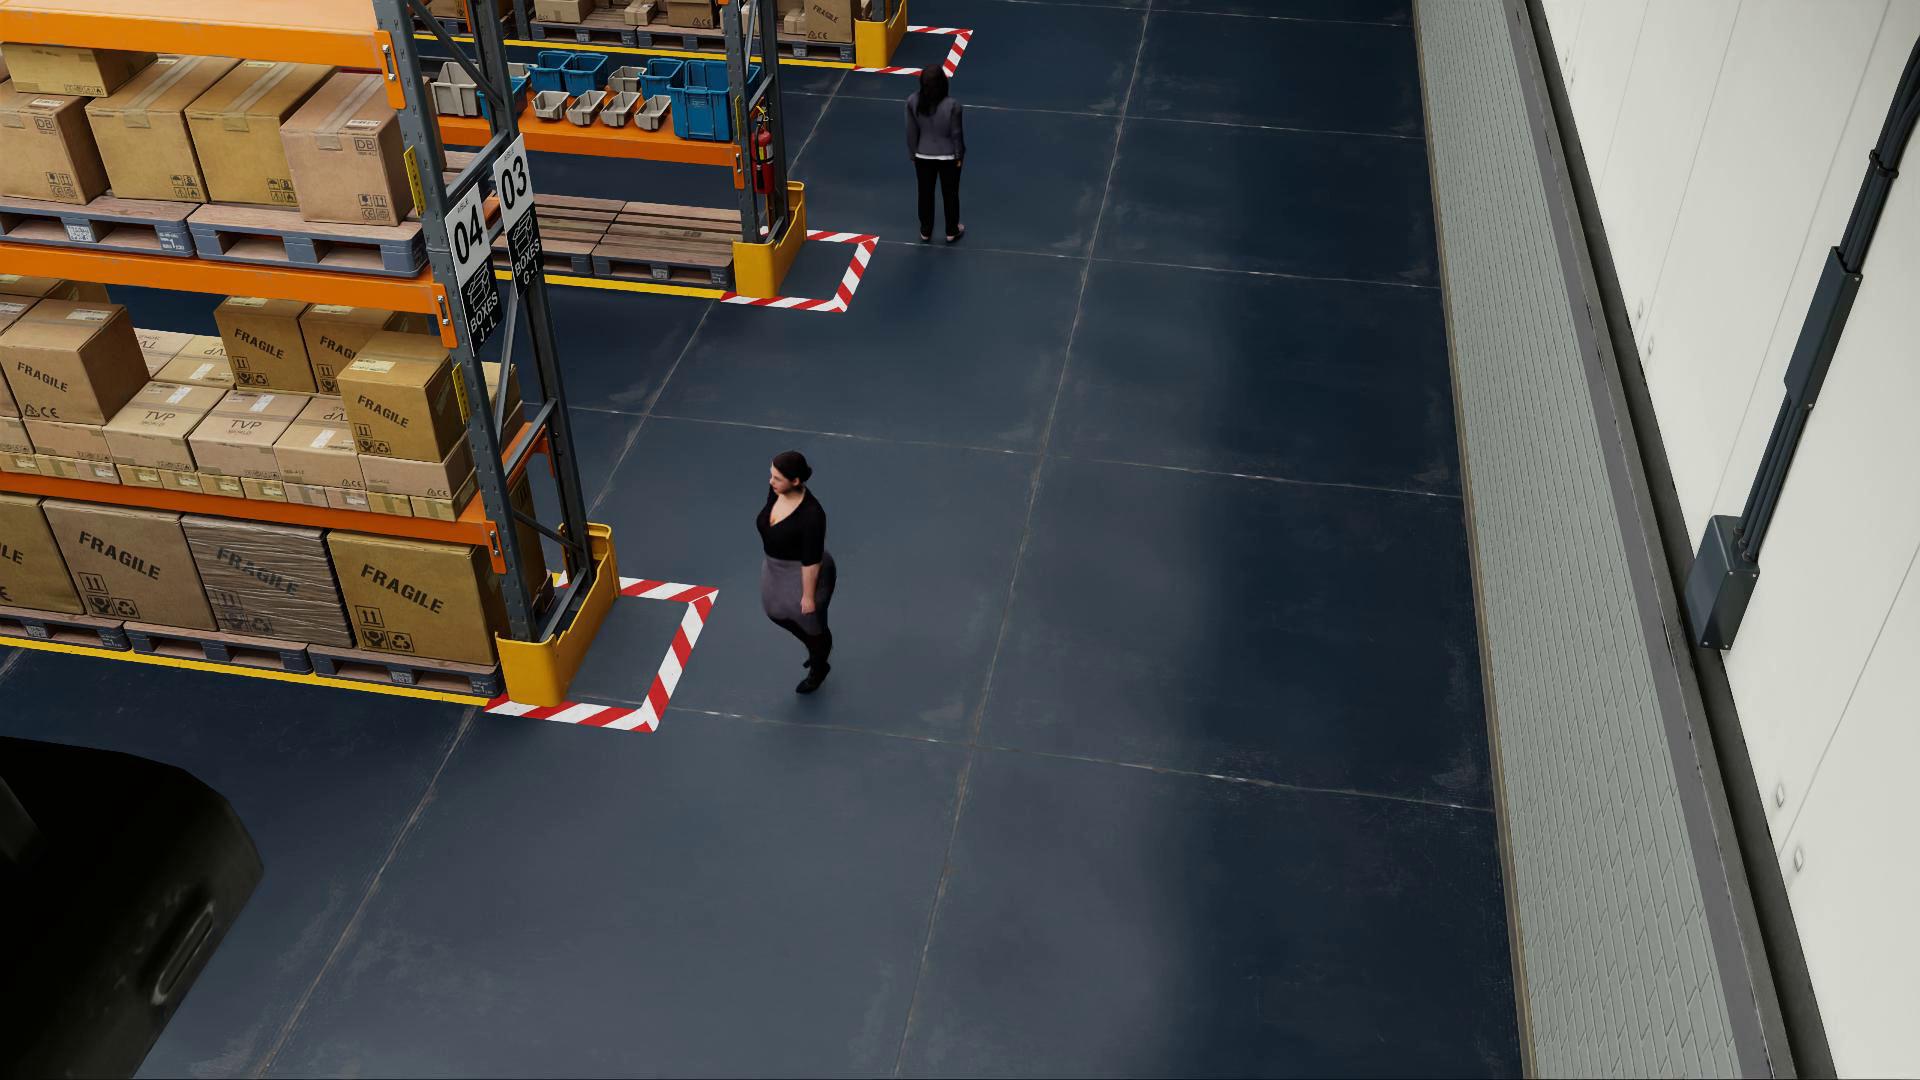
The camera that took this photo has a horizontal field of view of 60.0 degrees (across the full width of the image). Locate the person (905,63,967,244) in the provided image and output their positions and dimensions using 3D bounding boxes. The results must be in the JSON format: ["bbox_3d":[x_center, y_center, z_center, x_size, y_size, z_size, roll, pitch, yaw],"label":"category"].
[{"bbox_3d":[-0.192,-3.308,14.207,0.606,1.597,0.742,9,39,12],"label":"person"}]

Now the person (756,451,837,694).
[{"bbox_3d":[-0.852,0.173,9.635,0.865,1.747,0.806,-23,43,-26],"label":"person"}]
